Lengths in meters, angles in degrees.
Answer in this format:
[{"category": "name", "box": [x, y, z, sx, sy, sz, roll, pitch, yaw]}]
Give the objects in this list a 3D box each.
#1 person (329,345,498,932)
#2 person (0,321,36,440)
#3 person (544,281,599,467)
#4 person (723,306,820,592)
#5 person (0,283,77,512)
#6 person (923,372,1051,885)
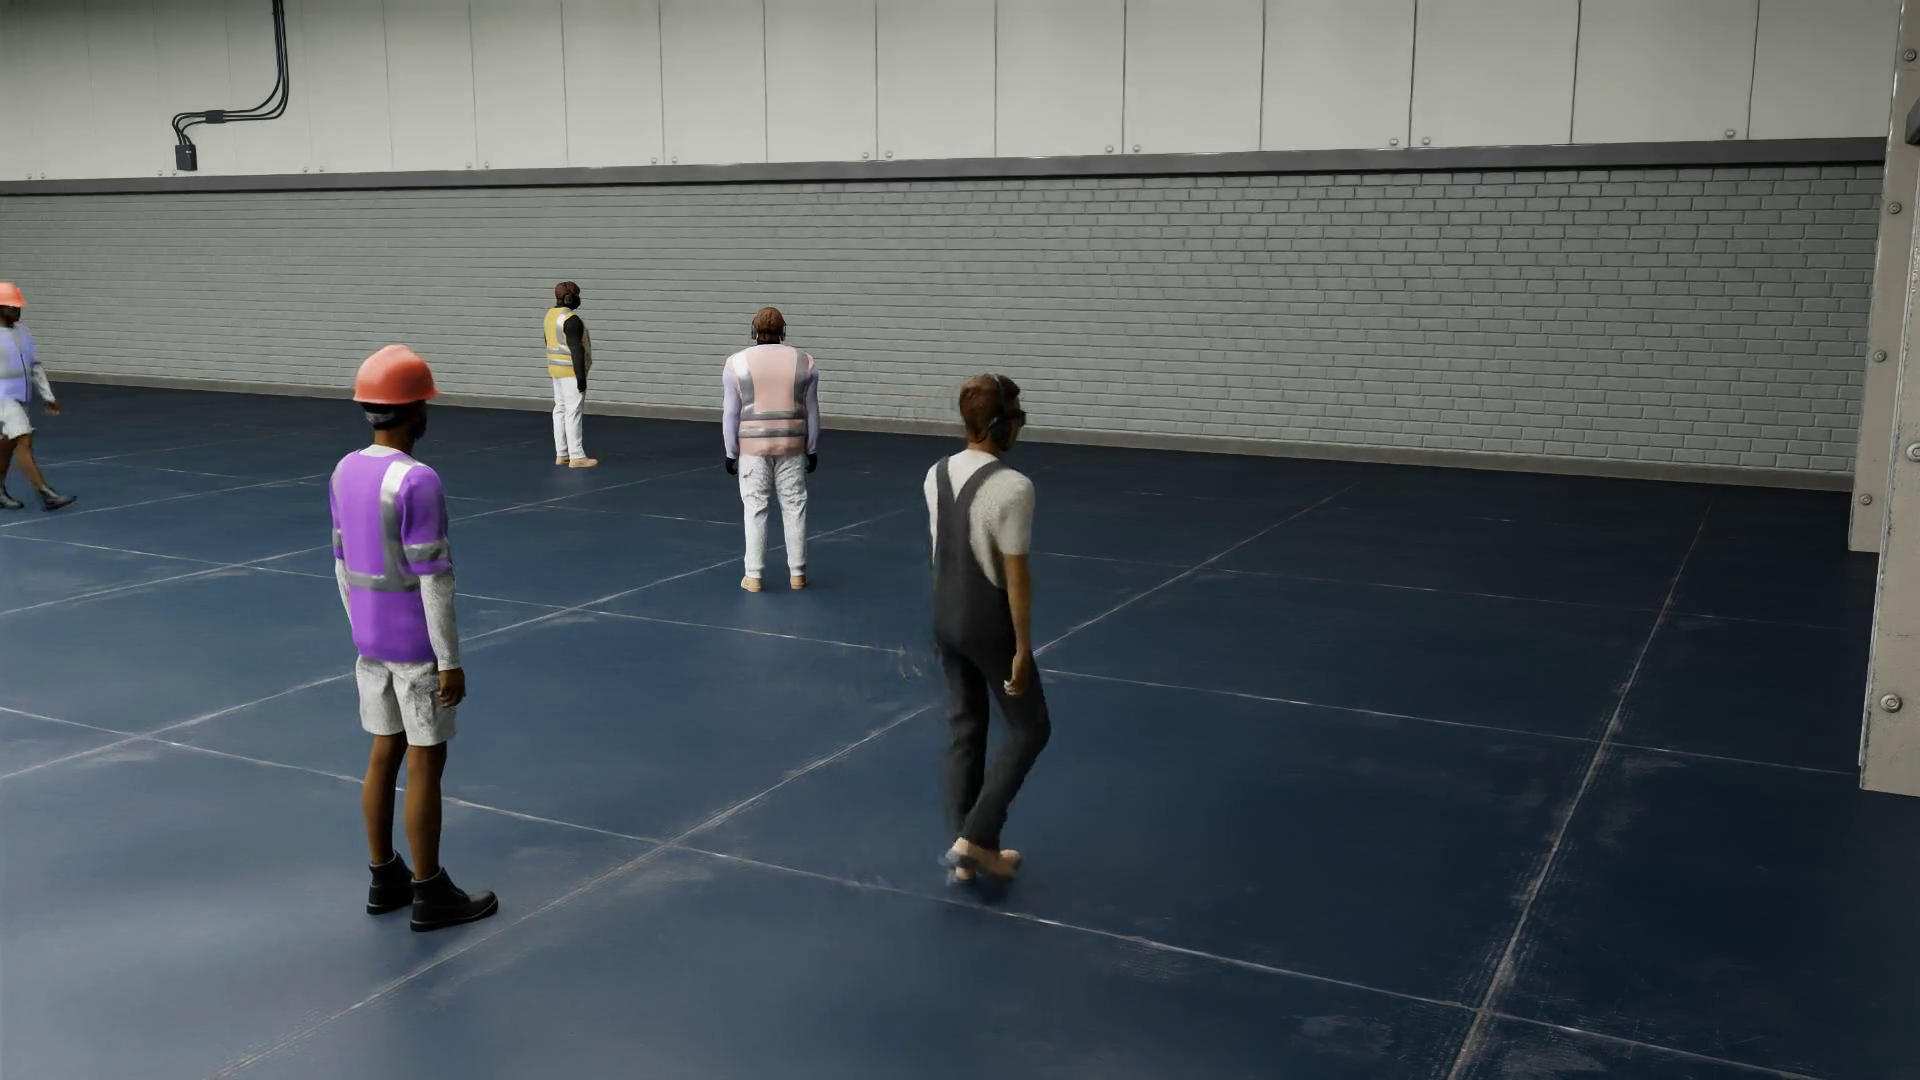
[{"category": "person", "box": [-1.825, 0.327, 5.535, 0.552, 1.938, 0.356, 8, 13, 38]}, {"category": "person", "box": [-10.858, -2.002, 18.856, 0.527, 1.722, 0.920, 2, 11, 13]}, {"category": "person", "box": [-3.876, -1.645, 16.561, 0.429, 1.843, 0.633, -8, 13, -37]}, {"category": "person", "box": [-1.221, -0.583, 10.764, 0.633, 1.842, 0.429, -3, 11, -16]}, {"category": "person", "box": [-7.777, -1.175, 13.834, 0.946, 1.890, 0.571, 1, 10, 7]}, {"category": "person", "box": [0.096, 0.331, 5.828, 0.504, 1.833, 0.393, 10, 14, 43]}]
